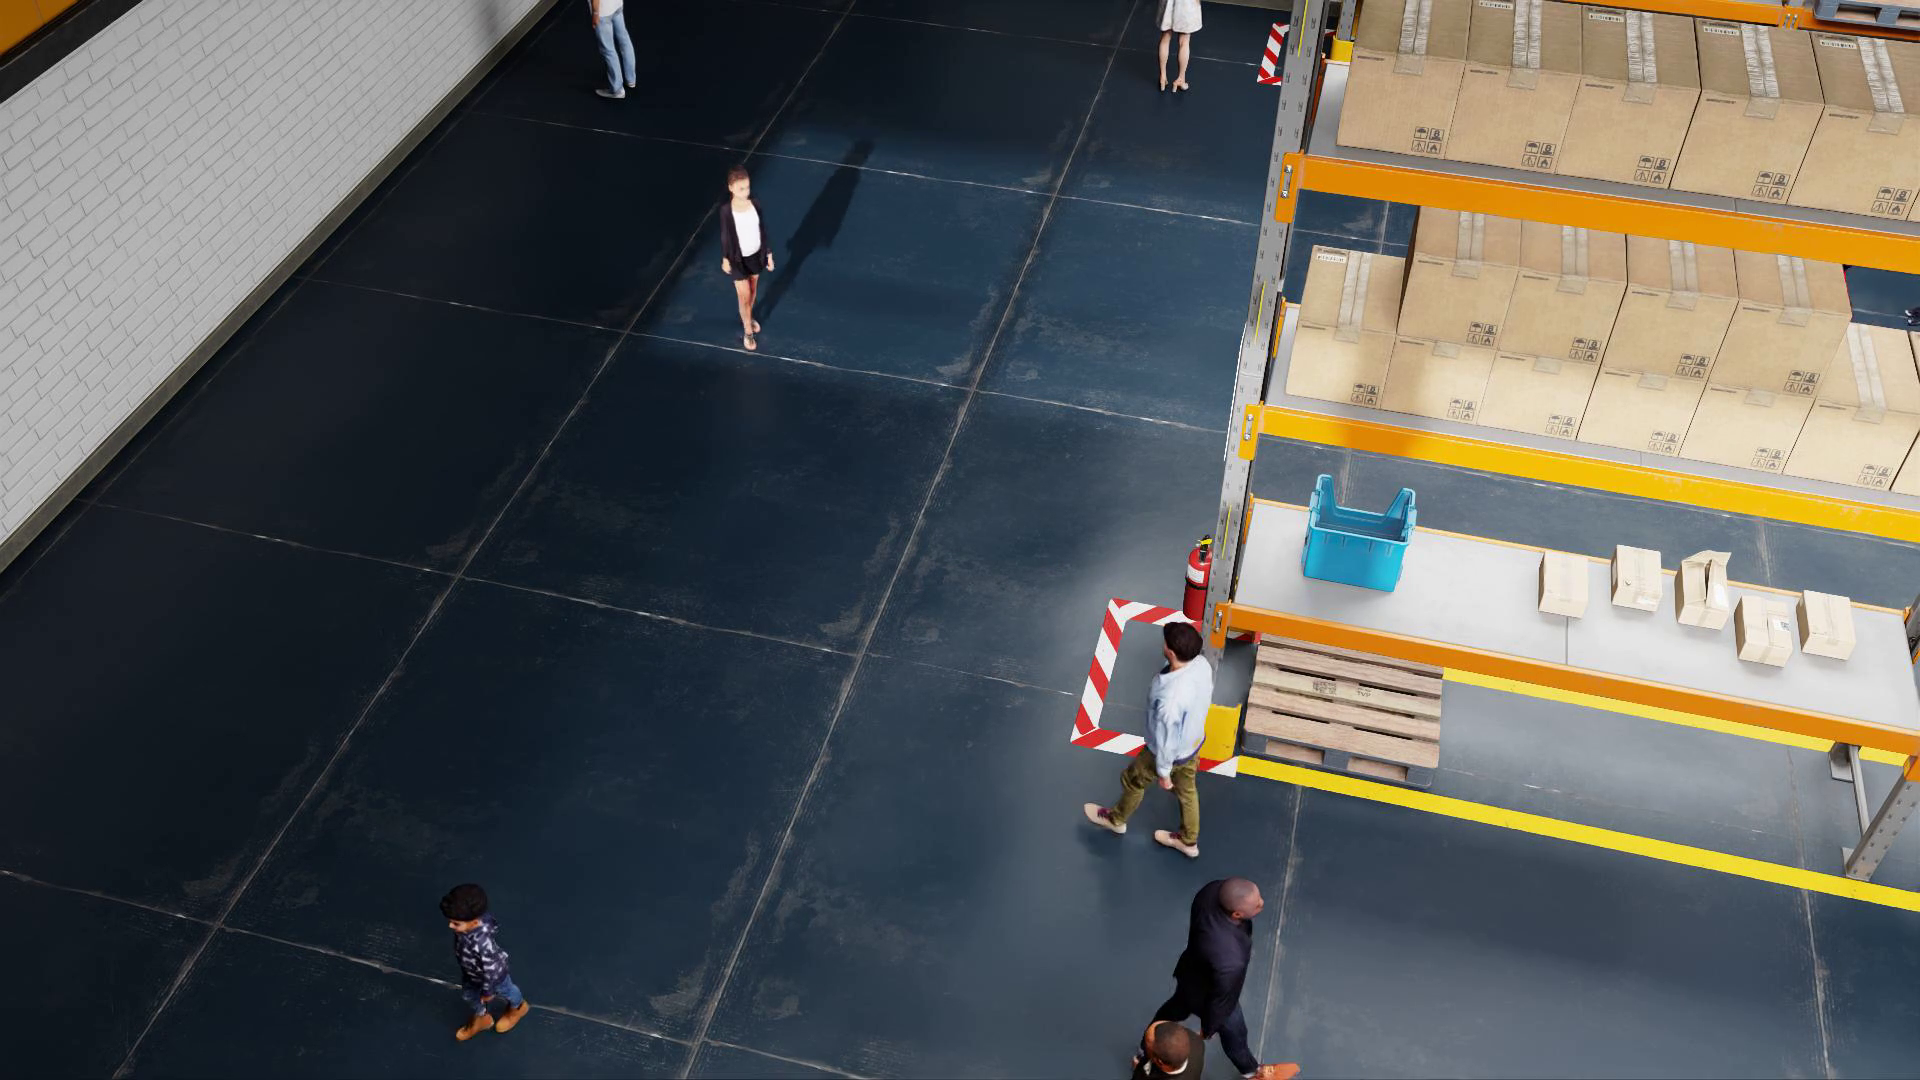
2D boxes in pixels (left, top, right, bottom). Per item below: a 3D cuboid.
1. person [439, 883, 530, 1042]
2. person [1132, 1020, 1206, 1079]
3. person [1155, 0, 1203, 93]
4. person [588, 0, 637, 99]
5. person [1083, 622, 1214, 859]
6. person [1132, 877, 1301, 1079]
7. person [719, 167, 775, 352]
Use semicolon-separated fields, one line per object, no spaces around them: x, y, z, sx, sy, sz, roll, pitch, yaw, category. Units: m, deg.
-2.496;2.218;8.866;0.670;1.237;0.708;33;53;30;person
0.940;2.792;7.781;0.589;1.904;0.677;9;44;10;person
2.149;-5.264;16.331;0.665;1.774;0.780;21;48;21;person
-3.448;-5.229;16.228;0.632;1.866;0.713;18;47;18;person
1.306;1.209;9.529;1.070;1.785;0.882;25;49;24;person
1.179;2.259;8.436;1.207;1.773;0.946;-3;44;-3;person
-1.763;-2.352;13.443;0.776;1.542;0.830;-21;47;-20;person
